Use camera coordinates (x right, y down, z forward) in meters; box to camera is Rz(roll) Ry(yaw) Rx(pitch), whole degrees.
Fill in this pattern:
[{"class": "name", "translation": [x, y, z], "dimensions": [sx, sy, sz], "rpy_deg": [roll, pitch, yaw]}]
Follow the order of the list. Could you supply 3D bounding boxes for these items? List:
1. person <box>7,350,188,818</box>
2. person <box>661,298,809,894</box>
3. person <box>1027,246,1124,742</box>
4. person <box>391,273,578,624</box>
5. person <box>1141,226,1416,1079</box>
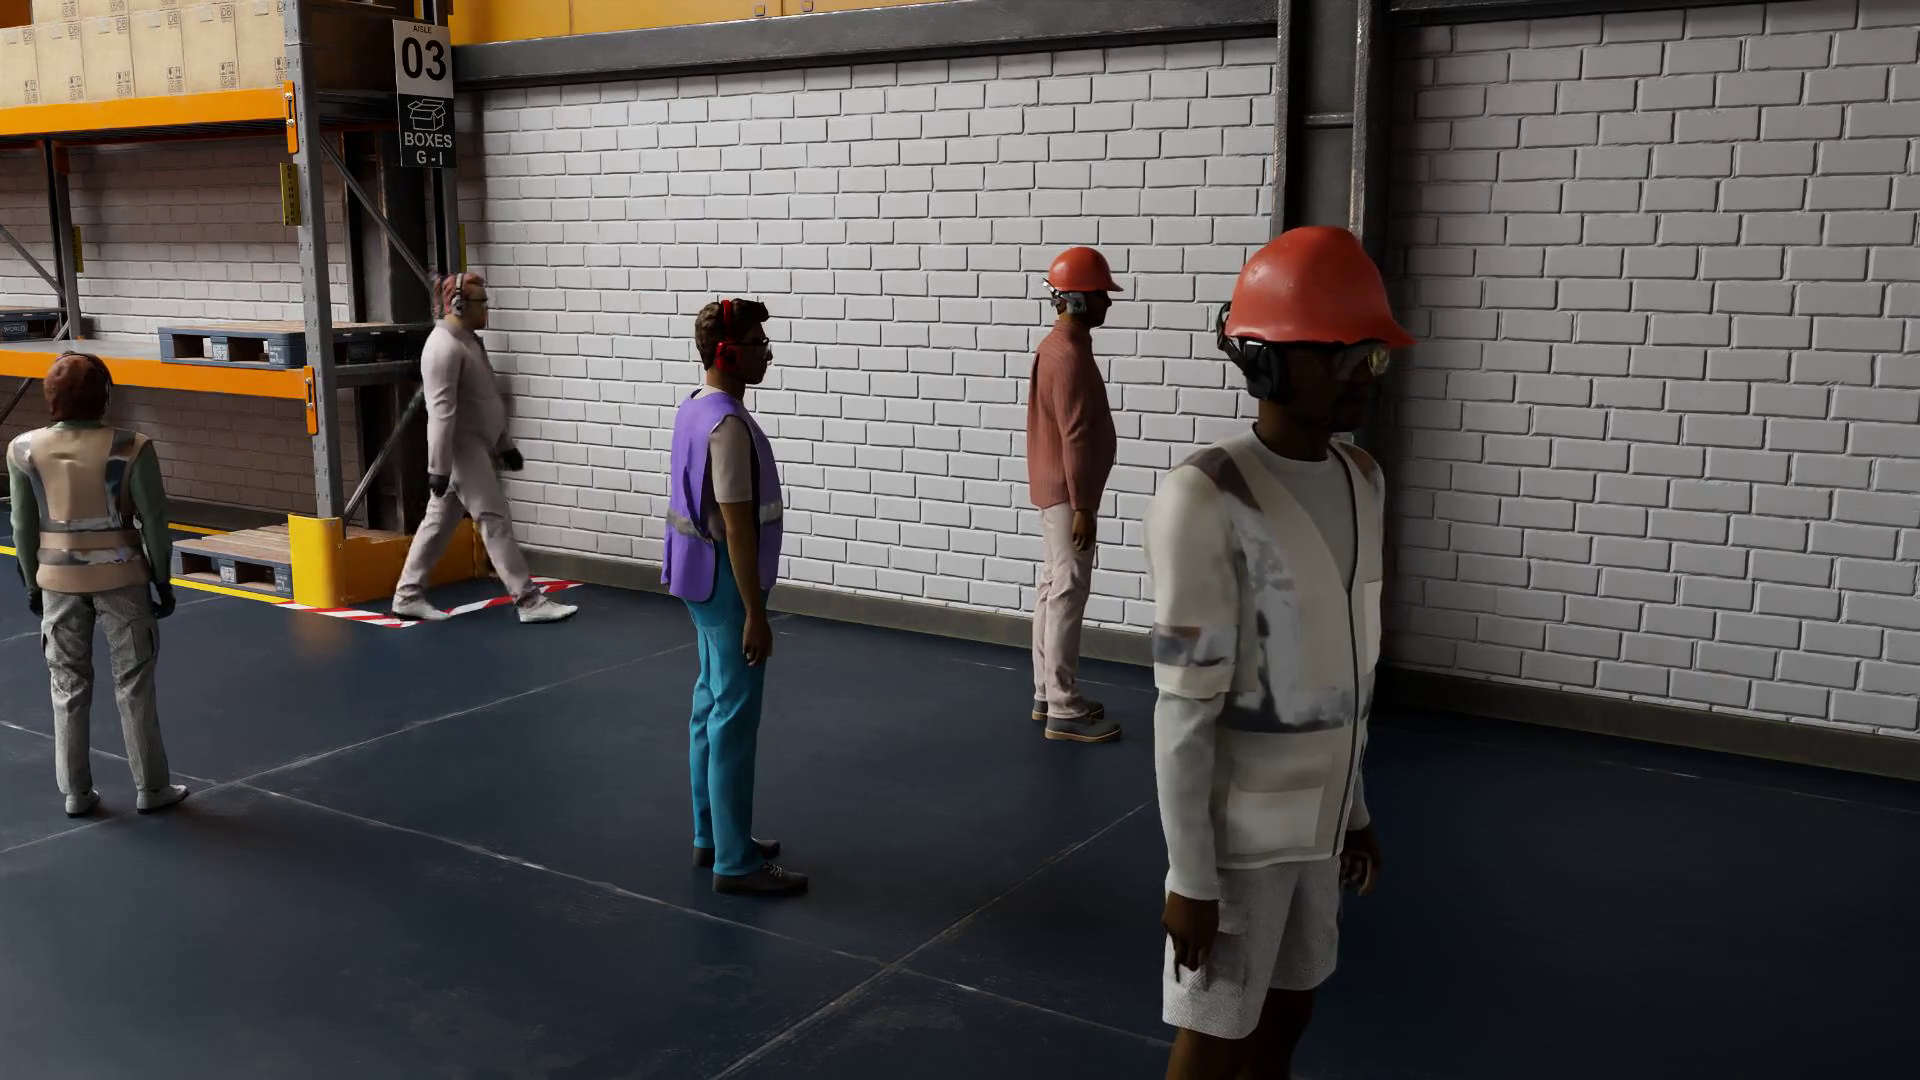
[{"class": "person", "translation": [-3.019, 0.163, 5.824], "dimensions": [0.520, 1.645, 0.307], "rpy_deg": [-1, 10, -7]}, {"class": "person", "translation": [-0.725, 0.178, 5.185], "dimensions": [0.389, 1.846, 0.567], "rpy_deg": [-4, 11, -20]}, {"class": "person", "translation": [0.462, -0.185, 6.781], "dimensions": [0.381, 1.994, 0.619], "rpy_deg": [-1, 10, -5]}, {"class": "person", "translation": [-2.573, -0.465, 8.734], "dimensions": [0.985, 1.855, 0.640], "rpy_deg": [-2, 10, -11]}, {"class": "person", "translation": [0.568, 0.490, 2.909], "dimensions": [0.397, 2.044, 0.609], "rpy_deg": [9, 14, 41]}]
